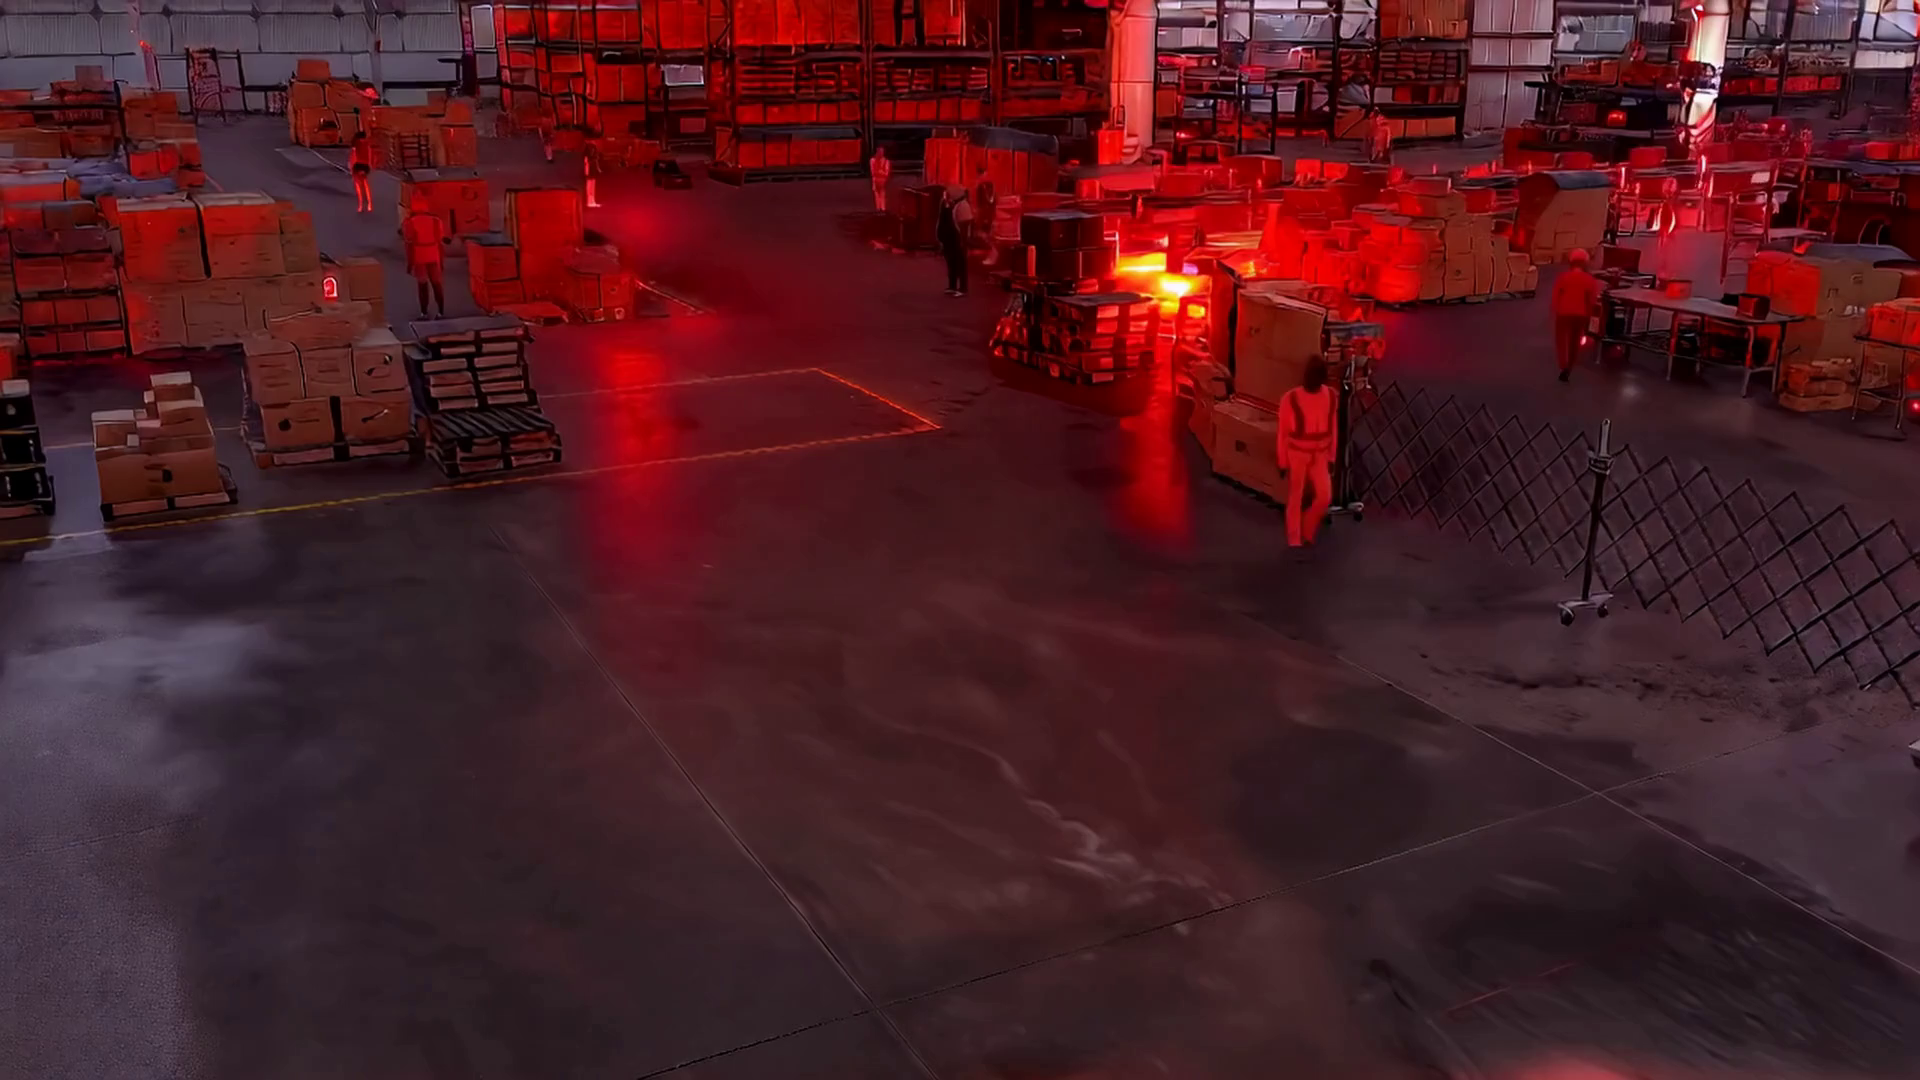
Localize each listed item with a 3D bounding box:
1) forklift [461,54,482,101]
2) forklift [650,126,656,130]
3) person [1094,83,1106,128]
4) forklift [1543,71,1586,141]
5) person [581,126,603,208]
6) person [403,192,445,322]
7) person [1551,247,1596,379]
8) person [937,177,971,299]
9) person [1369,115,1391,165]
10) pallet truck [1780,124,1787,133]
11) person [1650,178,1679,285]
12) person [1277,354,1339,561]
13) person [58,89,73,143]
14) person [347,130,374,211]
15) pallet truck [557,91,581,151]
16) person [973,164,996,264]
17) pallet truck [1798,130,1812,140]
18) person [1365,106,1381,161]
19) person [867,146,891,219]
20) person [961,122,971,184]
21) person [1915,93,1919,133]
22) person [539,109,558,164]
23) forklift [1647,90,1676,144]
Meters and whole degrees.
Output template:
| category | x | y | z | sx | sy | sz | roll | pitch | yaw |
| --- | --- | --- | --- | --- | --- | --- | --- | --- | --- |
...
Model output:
| category | x | y | z | sx | sy | sz | roll | pitch | yaw |
| --- | --- | --- | --- | --- | --- | --- | --- | --- | --- |
| forklift | -20.931 | -19.315 | 71.051 | 1.873 | 2.768 | 1.129 | -9 | 20 | -26 |
| forklift | -12.180 | -18.011 | 66.984 | 1.129 | 2.768 | 1.873 | -9 | 20 | -26 |
| person | 5.795 | -17.680 | 67.677 | 0.567 | 1.816 | 0.814 | -9 | 20 | -26 |
| forklift | 18.685 | -13.231 | 52.085 | 1.873 | 2.768 | 1.129 | -9 | 20 | -26 |
| person | -9.074 | -9.191 | 40.960 | 0.367 | 1.966 | 0.603 | 5 | 18 | 14 |
| person | -8.255 | -4.323 | 25.658 | 0.608 | 2.046 | 0.368 | -13 | 22 | -35 |
| person | 8.064 | -2.959 | 21.885 | 0.530 | 1.746 | 0.659 | 3 | 18 | 8 |
| person | -0.129 | -5.123 | 28.159 | 0.535 | 2.000 | 0.684 | -10 | 20 | -28 |
| person | 11.990 | -11.246 | 47.655 | 0.915 | 1.780 | 0.621 | -8 | 20 | -24 |
| pallet truck | 25.206 | -12.542 | 52.601 | 1.601 | 1.201 | 0.680 | 0 | 18 | -2 |
| person | 12.523 | -5.461 | 29.490 | 0.309 | 1.868 | 0.534 | 4 | 18 | 13 |
| person | 3.075 | -0.716 | 14.686 | 0.612 | 1.869 | 0.419 | -5 | 19 | -16 |
| person | -32.366 | -15.358 | 60.286 | 0.394 | 1.911 | 0.584 | -11 | 21 | -31 |
| person | -14.520 | -8.938 | 40.244 | 0.542 | 1.928 | 0.399 | -14 | 23 | -38 |
| pallet truck | -13.495 | -14.412 | 57.188 | 0.823 | 1.965 | 1.885 | -3 | 18 | -9 |
| person | 0.488 | -6.225 | 31.802 | 0.435 | 1.909 | 0.580 | 9 | 20 | 25 |
| pallet truck | 25.526 | -11.556 | 49.408 | 1.630 | 1.274 | 0.653 | -9 | 20 | -26 |
| person | 12.474 | -12.124 | 50.200 | 0.400 | 1.910 | 0.643 | -10 | 20 | -29 |
| person | -1.900 | -8.330 | 38.757 | 0.549 | 1.673 | 0.716 | 3 | 18 | 11 |
| person | 0.169 | -10.794 | 46.391 | 0.318 | 1.699 | 0.535 | -4 | 18 | -12 |
| person | 37.559 | -16.810 | 64.769 | 0.614 | 1.932 | 0.483 | 11 | 21 | 31 |
| person | -12.907 | -12.690 | 52.337 | 0.553 | 1.661 | 0.795 | -11 | 21 | -31 |
| forklift | 25.325 | -15.273 | 58.451 | 1.873 | 2.768 | 1.129 | -9 | 20 | -26 |
